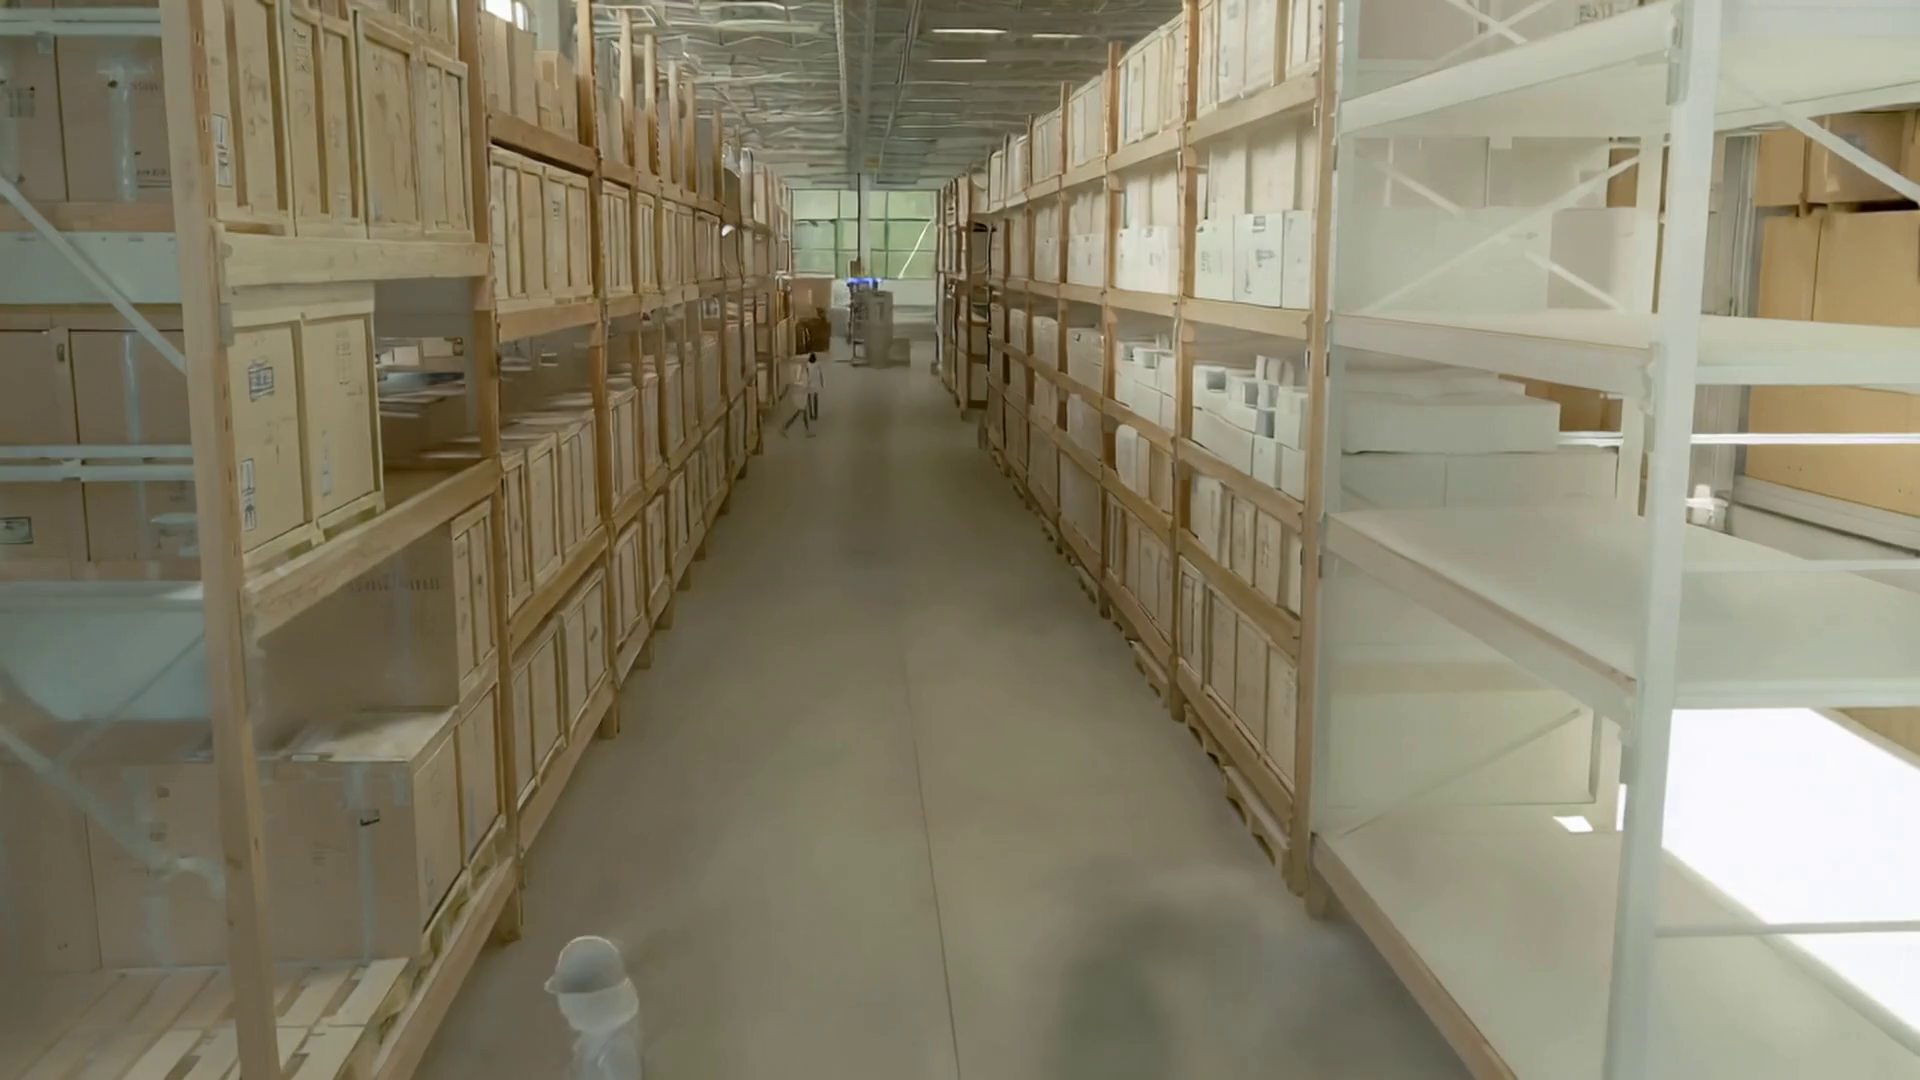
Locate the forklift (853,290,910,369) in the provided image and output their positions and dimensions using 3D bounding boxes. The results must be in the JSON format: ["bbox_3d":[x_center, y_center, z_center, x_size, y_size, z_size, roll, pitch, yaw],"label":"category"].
[{"bbox_3d":[-2.802,-7.620,59.988,1.873,2.768,1.129,-9,13,-43],"label":"forklift"}]

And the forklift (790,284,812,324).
[{"bbox_3d":[-7.279,-10.304,76.020,1.129,2.768,1.873,2,10,11],"label":"forklift"}]

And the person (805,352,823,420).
[{"bbox_3d":[-3.601,-3.758,40.540,0.525,1.663,0.850,0,10,-3],"label":"person"}]

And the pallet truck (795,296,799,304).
[{"bbox_3d":[-8.622,-12.439,91.403,1.885,1.965,0.823,2,10,13],"label":"pallet truck"}]

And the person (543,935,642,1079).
[{"bbox_3d":[-1.128,2.092,5.489,0.902,1.699,0.487,-3,10,-18],"label":"person"}]

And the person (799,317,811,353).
[{"bbox_3d":[-6.331,-8.134,66.844,0.823,1.599,0.533,-3,10,-15],"label":"person"}]

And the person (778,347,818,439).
[{"bbox_3d":[-3.540,-3.183,36.101,0.950,2.015,0.619,-6,11,-32],"label":"person"}]
